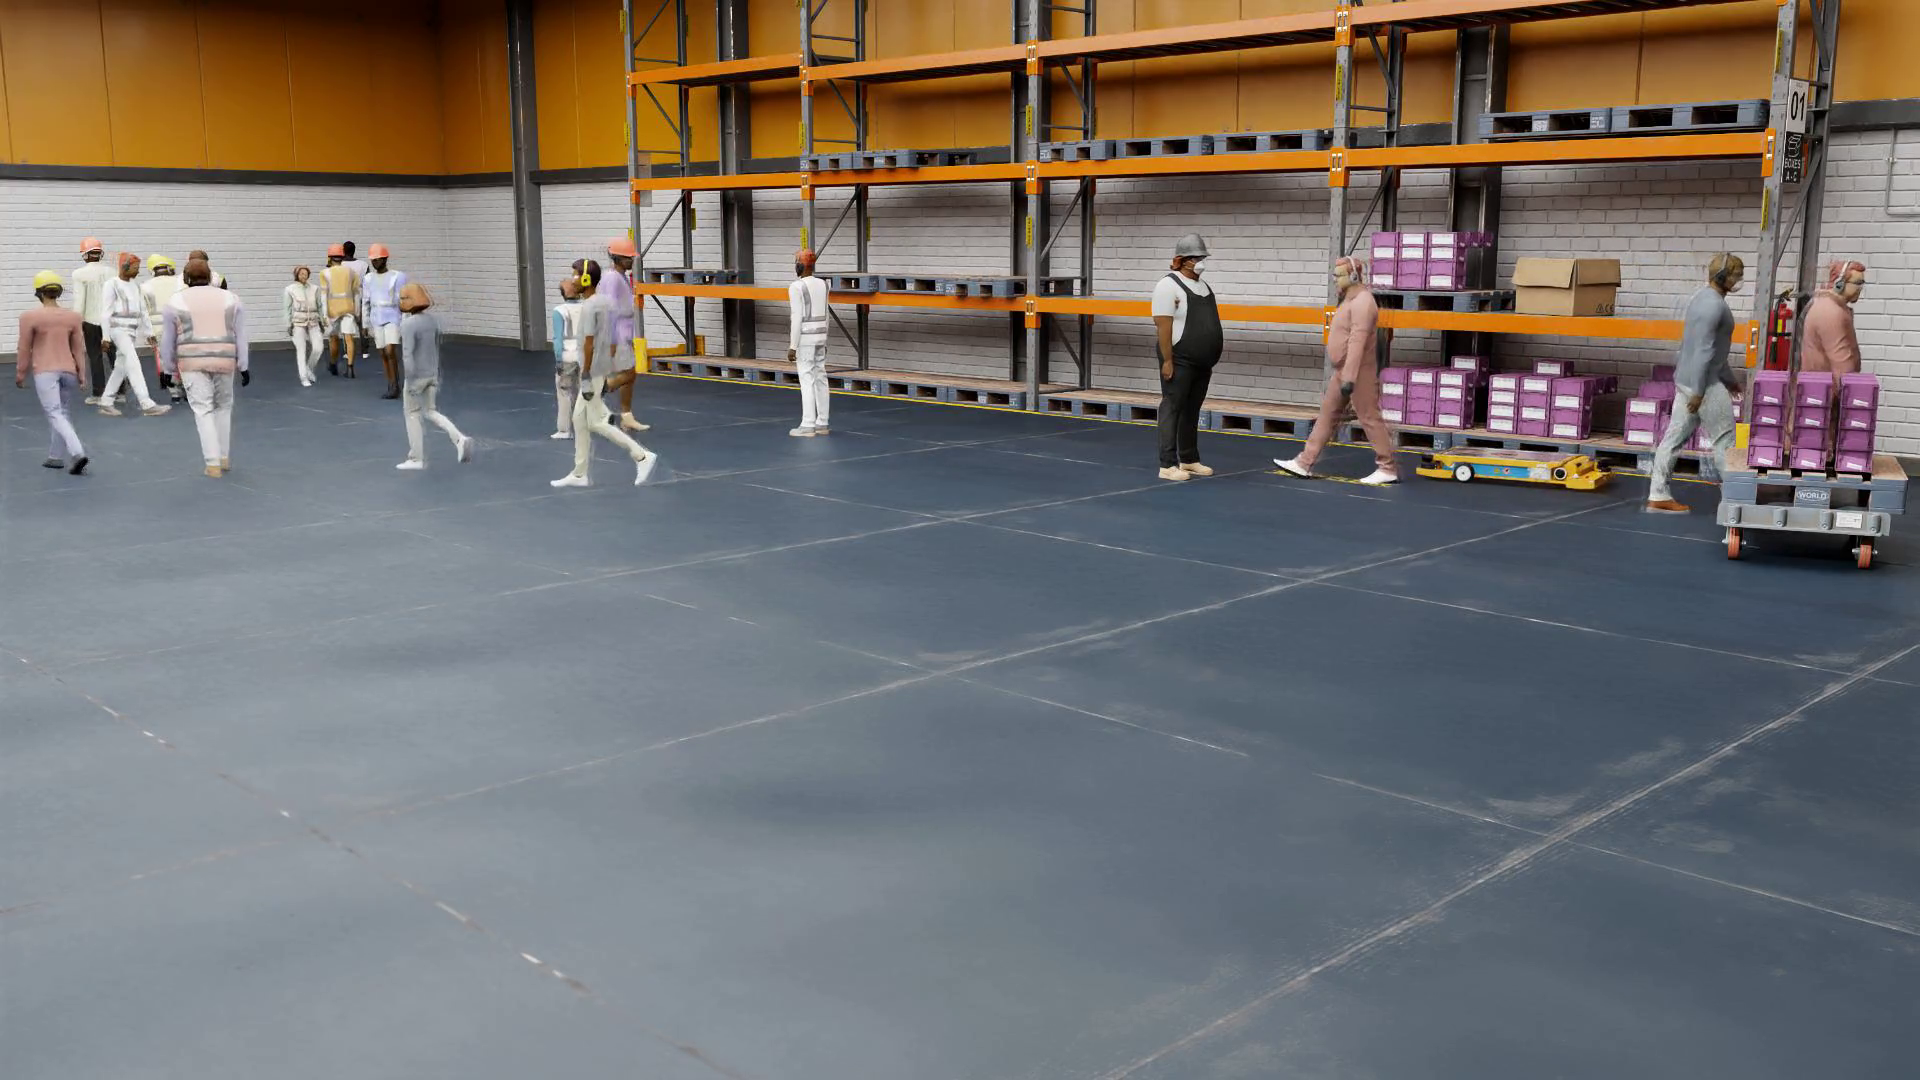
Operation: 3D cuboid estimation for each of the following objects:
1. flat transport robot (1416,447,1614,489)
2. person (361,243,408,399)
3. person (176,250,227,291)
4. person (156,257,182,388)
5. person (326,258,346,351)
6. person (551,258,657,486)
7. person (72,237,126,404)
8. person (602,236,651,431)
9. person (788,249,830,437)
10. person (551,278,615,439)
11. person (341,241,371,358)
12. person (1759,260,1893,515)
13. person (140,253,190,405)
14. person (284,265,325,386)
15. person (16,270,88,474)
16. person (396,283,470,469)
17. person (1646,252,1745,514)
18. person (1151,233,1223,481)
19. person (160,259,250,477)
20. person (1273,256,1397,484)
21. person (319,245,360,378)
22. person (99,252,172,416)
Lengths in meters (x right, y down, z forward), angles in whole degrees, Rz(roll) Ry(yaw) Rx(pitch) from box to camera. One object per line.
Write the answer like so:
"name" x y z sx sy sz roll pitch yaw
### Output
"flat transport robot" 4.562 -0.608 13.690 1.431 0.197 0.652 7 12 33
"person" -7.113 -2.678 20.482 0.571 1.916 0.575 2 11 10
"person" -9.415 -2.681 20.712 0.632 1.839 0.429 -4 11 -23
"person" -10.537 -2.889 22.120 0.530 1.739 0.770 -3 11 -18
"person" -10.943 -4.197 29.239 0.487 1.746 0.289 0 10 -2
"person" -2.883 -1.323 13.320 0.796 1.839 0.527 -1 10 -5
"person" -10.380 -2.635 20.034 0.388 1.992 0.625 6 12 28
"person" -3.556 -2.092 17.039 0.636 2.023 0.629 0 10 -1
"person" -1.530 -1.984 16.793 0.362 1.882 0.576 7 12 33
"person" -3.754 -1.779 16.427 0.671 1.616 0.530 7 12 32
"person" -10.023 -3.959 27.462 0.597 1.919 0.382 -5 12 -27
"person" 6.177 -1.063 11.874 1.008 1.852 0.625 6 12 31
"person" -9.456 -2.512 19.870 0.593 1.810 0.466 -6 12 -31
"person" -8.787 -2.871 22.325 0.537 1.626 0.359 -10 14 -43
"person" -7.718 -1.438 14.219 0.846 1.734 0.521 6 12 28
"person" -4.588 -1.400 14.309 0.588 1.613 0.506 3 11 17
"person" 5.464 -1.099 11.934 0.965 1.886 0.617 2 11 12
"person" 1.930 -1.525 13.858 0.535 2.000 0.674 9 14 40
"person" -6.430 -1.463 14.120 0.661 1.815 0.783 -8 13 -36
"person" 3.128 -1.369 13.544 1.005 1.843 0.665 0 10 1
"person" -8.882 -3.274 23.822 0.573 1.878 1.005 -7 12 -32
"person" -9.372 -2.302 18.691 0.870 1.835 0.584 0 10 0
